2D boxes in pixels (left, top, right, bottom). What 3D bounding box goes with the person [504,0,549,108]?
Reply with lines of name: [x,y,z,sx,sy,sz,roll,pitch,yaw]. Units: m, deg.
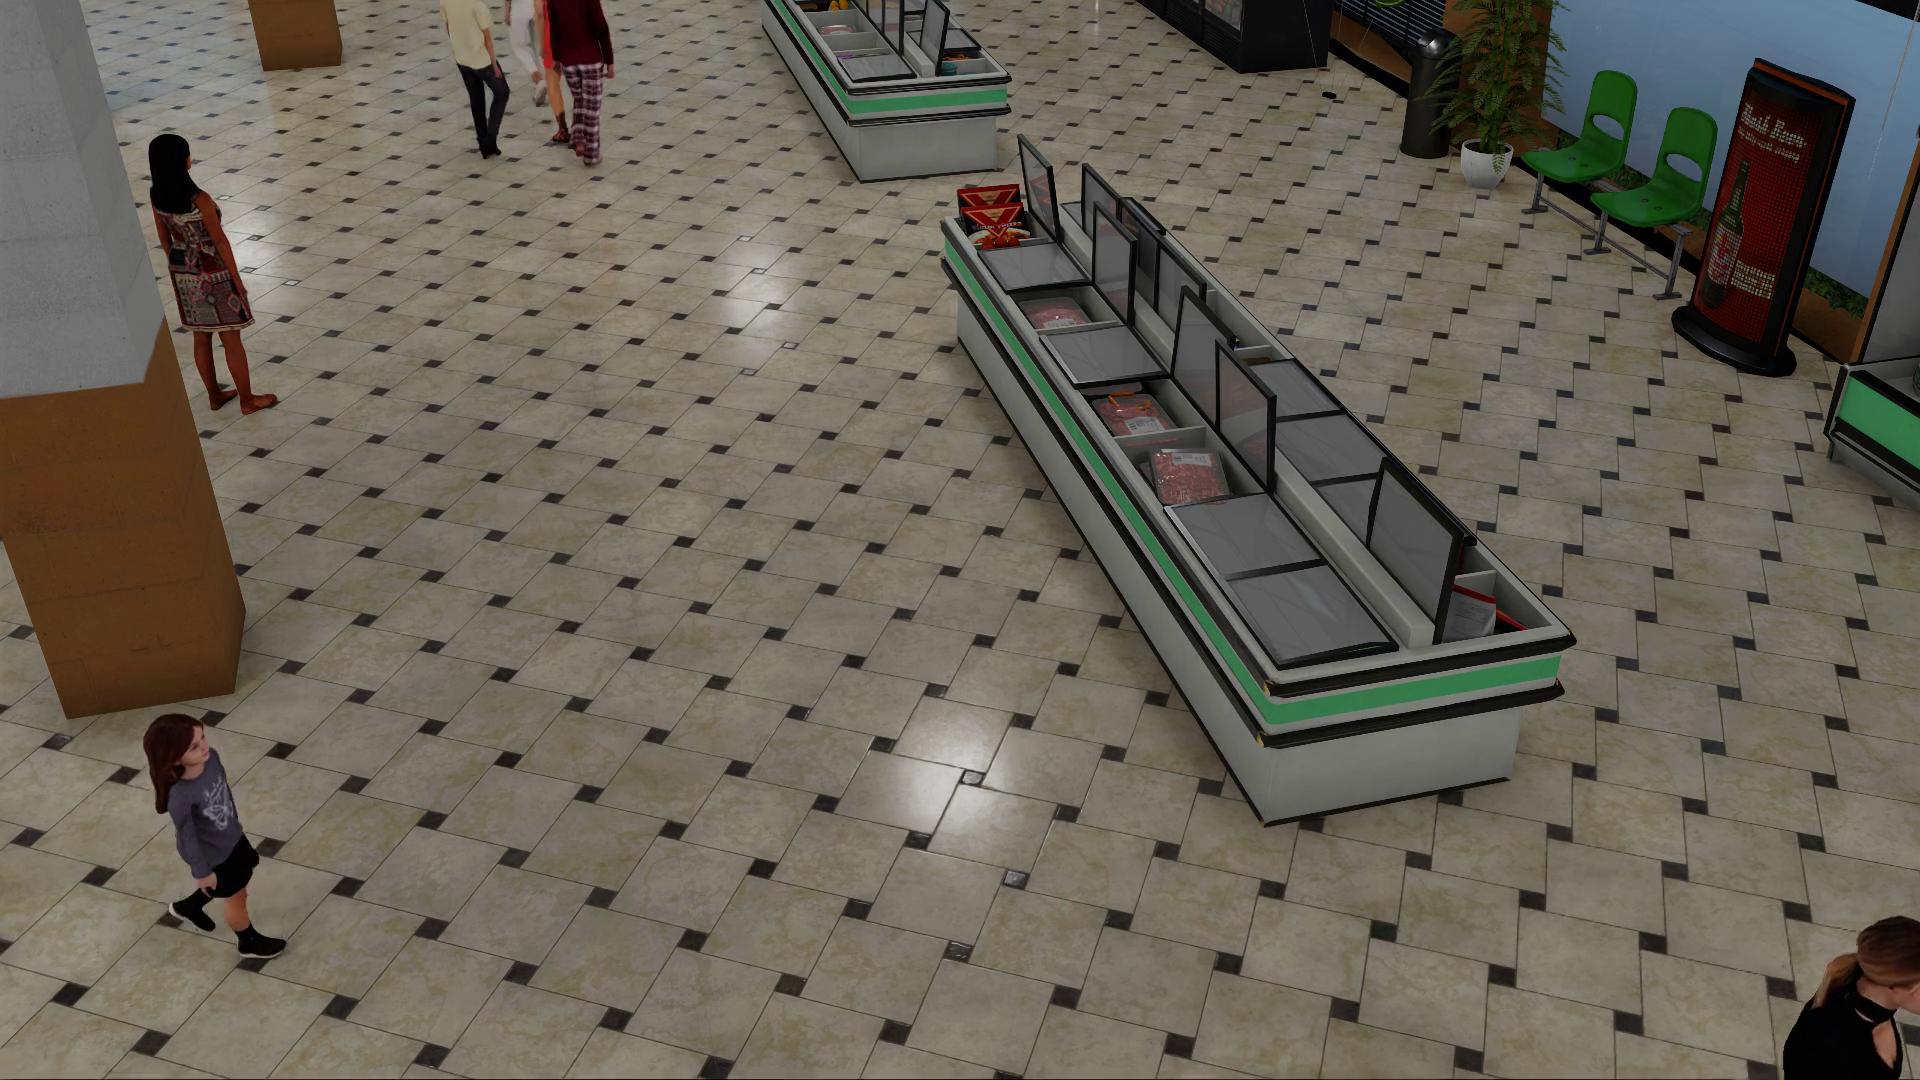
person: [-3.674,-4.544,14.271,0.774,1.692,0.903,-20,37,-29]

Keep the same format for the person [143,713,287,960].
person: [-2.678,1.044,5.855,0.622,1.097,0.622,0,32,0]

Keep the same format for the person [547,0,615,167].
person: [-2.985,-3.725,12.956,0.773,1.692,0.799,8,33,13]

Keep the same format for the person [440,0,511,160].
person: [-3.834,-3.758,13.114,0.689,1.581,0.720,9,33,14]

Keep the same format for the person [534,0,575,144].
person: [-3.226,-4.089,13.514,0.655,1.719,0.672,-16,35,-24]

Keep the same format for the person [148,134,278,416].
person: [-4.286,-1.480,9.418,0.725,1.617,0.723,9,33,15]

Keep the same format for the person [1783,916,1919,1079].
person: [2.101,1.596,4.357,0.916,1.741,0.825,24,39,34]
